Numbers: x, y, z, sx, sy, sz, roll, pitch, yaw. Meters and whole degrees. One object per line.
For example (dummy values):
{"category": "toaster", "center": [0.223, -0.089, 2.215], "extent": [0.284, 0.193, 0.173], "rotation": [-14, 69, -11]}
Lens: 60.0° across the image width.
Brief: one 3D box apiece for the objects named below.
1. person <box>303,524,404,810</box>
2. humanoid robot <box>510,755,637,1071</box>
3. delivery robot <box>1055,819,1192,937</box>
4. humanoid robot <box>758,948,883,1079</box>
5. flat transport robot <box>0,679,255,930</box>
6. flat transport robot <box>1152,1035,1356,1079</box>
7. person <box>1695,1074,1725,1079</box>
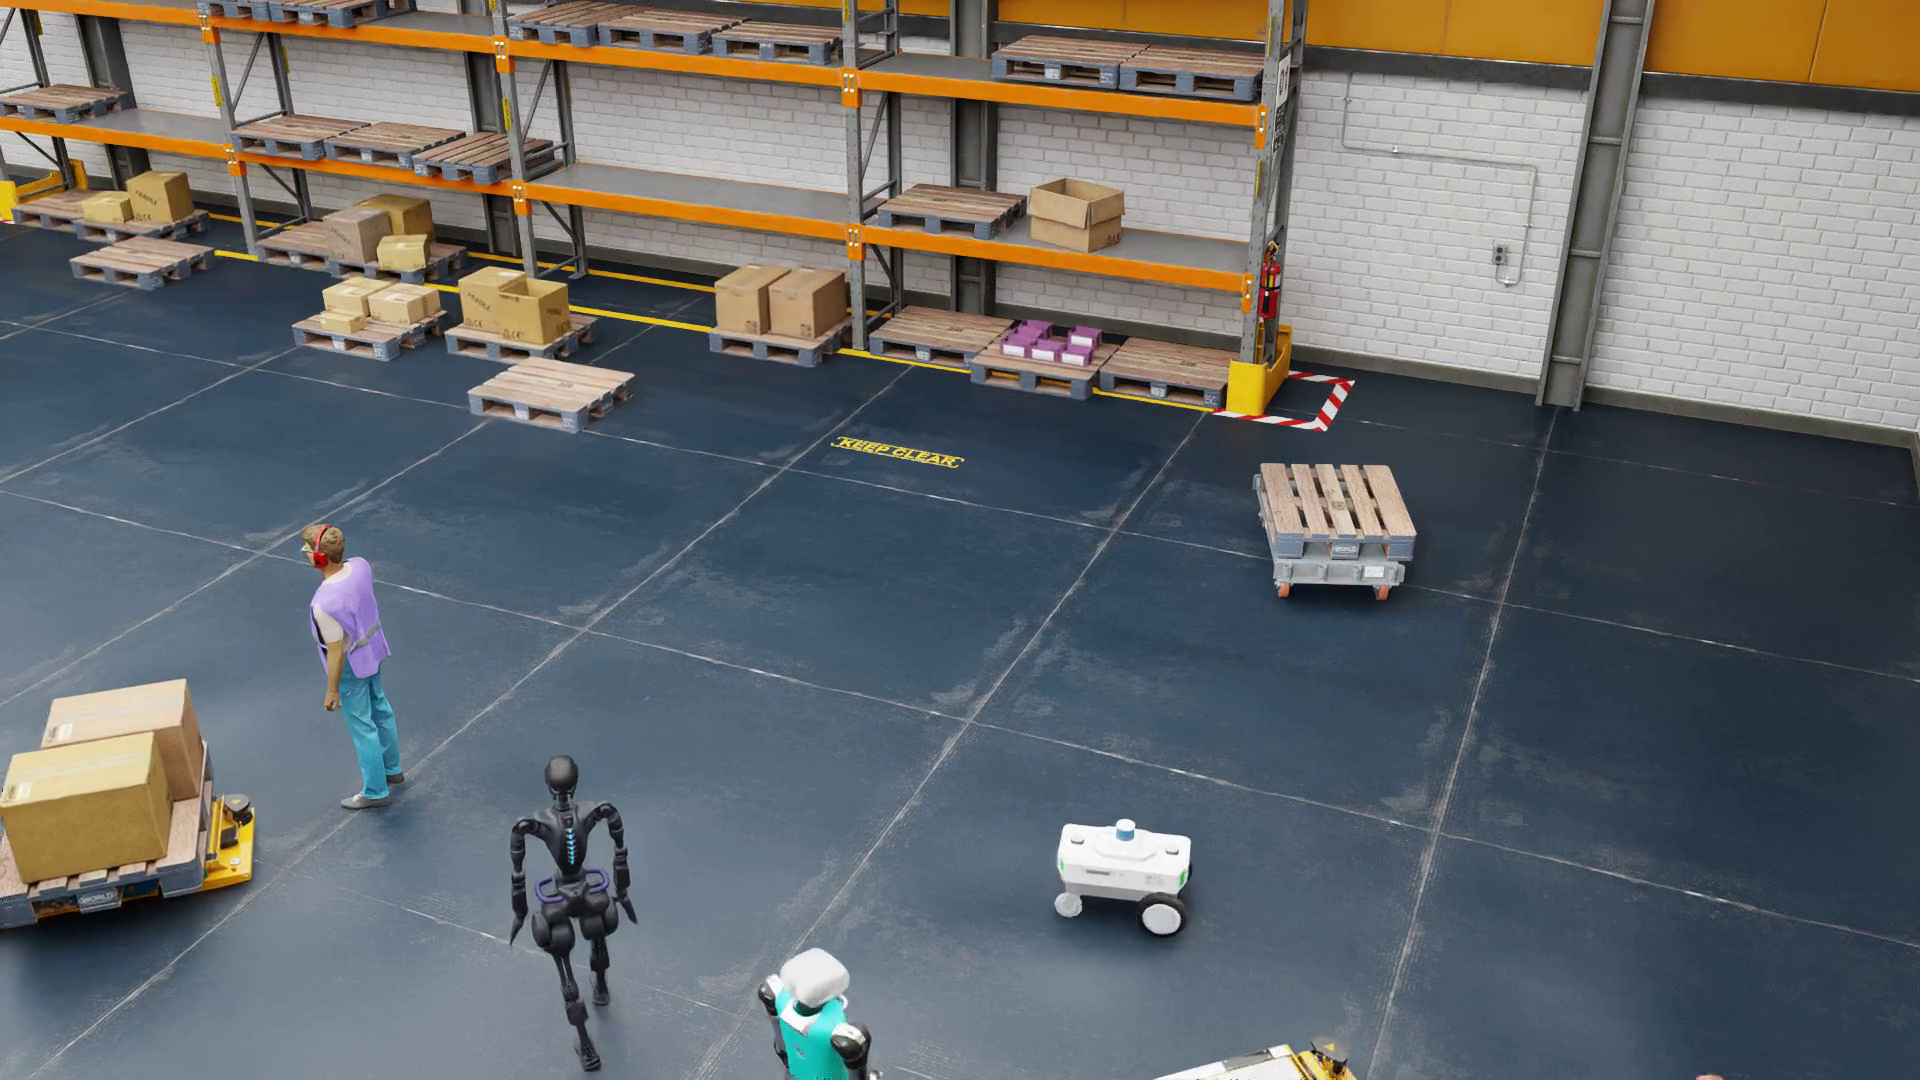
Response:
{"category": "person", "center": [-3.555, 0.746, 9.768], "extent": [0.390, 1.843, 0.562], "rotation": [3, 27, 5]}
{"category": "humanoid robot", "center": [-1.897, 1.735, 8.047], "extent": [0.609, 1.640, 0.652], "rotation": [-12, 29, -21]}
{"category": "delivery robot", "center": [0.925, 1.814, 9.123], "extent": [0.802, 0.614, 0.499], "rotation": [5, 28, 9]}
{"category": "humanoid robot", "center": [-0.385, 2.337, 6.913], "extent": [0.547, 1.864, 0.795], "rotation": [21, 34, 35]}
{"category": "flat transport robot", "center": [-4.775, 1.817, 9.409], "extent": [1.431, 0.231, 0.659], "rotation": [-9, 29, -17]}
{"category": "flat transport robot", "center": [1.250, 2.726, 7.647], "extent": [1.431, 0.231, 0.659], "rotation": [-9, 29, -17]}
{"category": "person", "center": [2.495, 2.705, 5.933], "extent": [0.647, 1.881, 0.800], "rotation": [14, 30, 25]}
